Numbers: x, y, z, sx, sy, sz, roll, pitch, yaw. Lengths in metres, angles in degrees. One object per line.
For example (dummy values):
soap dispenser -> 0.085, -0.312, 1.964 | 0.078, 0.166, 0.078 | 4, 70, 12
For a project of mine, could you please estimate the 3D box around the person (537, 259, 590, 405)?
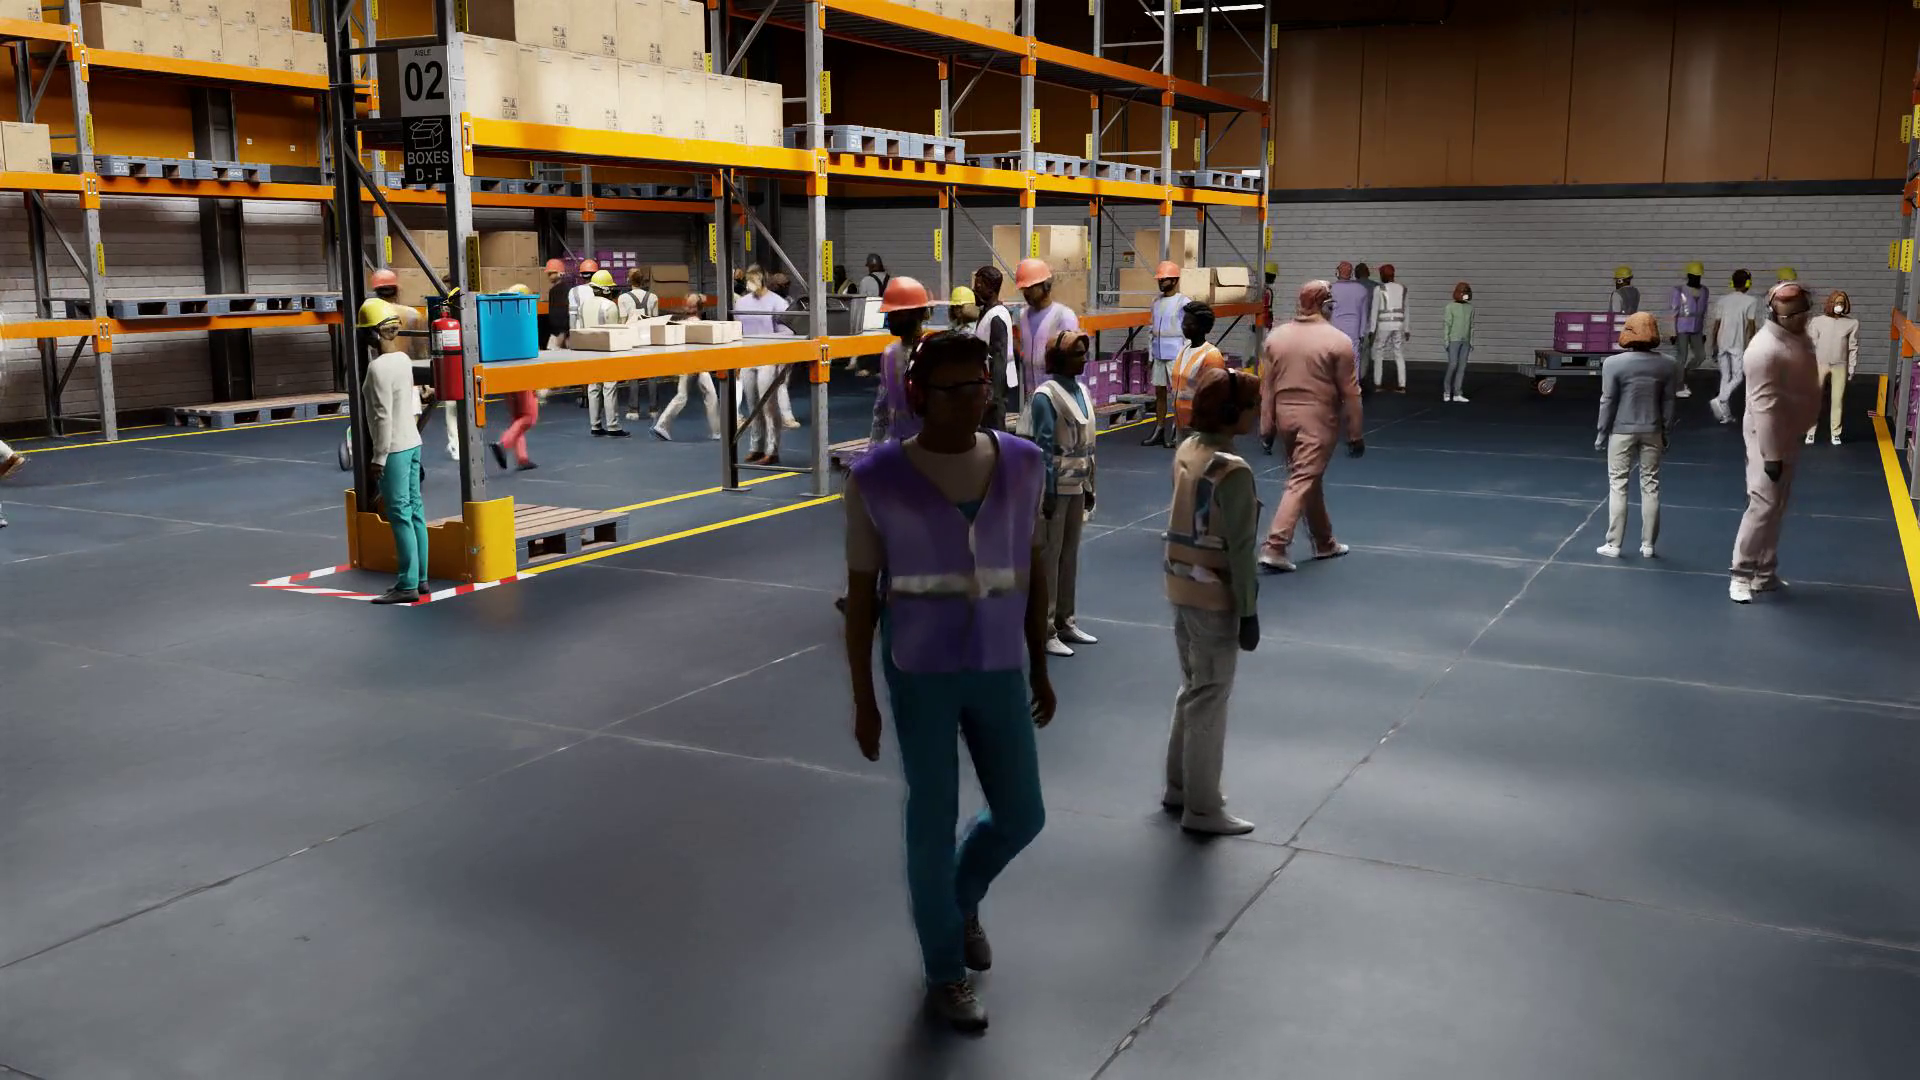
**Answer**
person -> -5.325, -2.774, 22.235 | 0.616, 1.946, 1.022 | 9, 13, 43

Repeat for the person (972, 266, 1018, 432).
person -> 0.255, -1.207, 13.217 | 0.392, 1.919, 0.592 | -2, 10, -9

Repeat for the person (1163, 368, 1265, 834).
person -> 0.872, 0.220, 5.782 | 0.324, 1.631, 0.533 | -2, 10, -13

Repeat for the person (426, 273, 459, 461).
person -> -4.983, -1.718, 16.428 | 0.524, 1.845, 0.726 | -5, 11, -25

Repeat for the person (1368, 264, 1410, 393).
person -> 6.219, -3.050, 24.054 | 0.651, 1.860, 0.462 | -3, 10, -18

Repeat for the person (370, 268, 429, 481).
person -> -4.924, -1.409, 14.492 | 0.565, 1.902, 0.846 | -3, 10, -19

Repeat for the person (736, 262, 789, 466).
person -> -1.913, -1.686, 15.953 | 0.637, 1.940, 0.366 | 7, 12, 33

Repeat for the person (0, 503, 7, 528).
person -> -7.285, -0.920, 12.088 | 0.577, 1.740, 0.340 | -4, 10, -20

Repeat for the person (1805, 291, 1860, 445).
person -> 9.205, -1.814, 17.582 | 0.497, 1.629, 0.277 | 3, 10, 19

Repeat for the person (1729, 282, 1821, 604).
person -> 4.797, -0.569, 9.709 | 0.396, 1.864, 0.751 | 8, 13, 40

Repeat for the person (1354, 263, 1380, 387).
person -> 6.090, -3.255, 25.216 | 0.639, 1.887, 1.013 | 2, 10, 13

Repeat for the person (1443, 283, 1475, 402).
person -> 6.786, -2.691, 22.667 | 0.507, 1.621, 0.397 | -4, 11, -24

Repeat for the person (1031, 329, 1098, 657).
person -> 0.525, -0.245, 8.453 | 0.309, 1.641, 0.511 | 5, 11, 28

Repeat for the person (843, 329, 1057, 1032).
person -> -0.015, 0.363, 4.374 | 0.606, 1.828, 0.429 | -4, 11, -24

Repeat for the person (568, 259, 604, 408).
person -> -4.814, -2.683, 21.711 | 0.551, 1.933, 0.369 | -2, 10, -11

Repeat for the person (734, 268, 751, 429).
person -> -2.572, -2.213, 19.259 | 0.429, 1.842, 0.634 | 0, 10, 0

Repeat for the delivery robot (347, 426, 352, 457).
delivery robot -> -5.588, -1.006, 15.727 | 0.477, 0.478, 0.707 | -2, 10, -14

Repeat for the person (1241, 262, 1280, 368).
person -> 5.005, -3.592, 27.172 | 0.987, 1.859, 0.696 | 2, 10, 13

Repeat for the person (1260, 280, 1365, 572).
person -> 2.260, -0.730, 10.676 | 1.024, 1.857, 0.653 | -8, 13, -40

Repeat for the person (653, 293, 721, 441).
person -> -2.909, -1.853, 17.895 | 0.853, 1.601, 0.516 | -5, 11, -25

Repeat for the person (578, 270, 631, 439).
person -> -3.881, -2.023, 18.182 | 0.588, 1.835, 0.403 | 7, 12, 37

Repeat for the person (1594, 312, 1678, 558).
person -> 4.485, -0.692, 11.056 | 0.508, 1.632, 0.272 | 0, 10, 1

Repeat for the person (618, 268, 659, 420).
person -> -3.902, -2.381, 20.228 | 0.511, 1.842, 0.327 | -5, 11, -29

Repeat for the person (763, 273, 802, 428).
person -> -2.157, -2.237, 19.531 | 0.904, 1.804, 0.638 | 9, 13, 41

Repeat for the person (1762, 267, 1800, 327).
person -> 11.480, -2.892, 23.240 | 0.626, 1.818, 0.450 | -7, 12, -34

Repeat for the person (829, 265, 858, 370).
person -> -2.082, -3.809, 28.611 | 0.641, 1.801, 0.869 | 8, 12, 37

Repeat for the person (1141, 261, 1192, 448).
person -> 2.158, -1.919, 17.283 | 0.375, 1.939, 0.546 | -8, 13, -40

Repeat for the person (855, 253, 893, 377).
person -> -1.399, -3.652, 27.015 | 0.687, 2.000, 0.743 | -6, 12, -32

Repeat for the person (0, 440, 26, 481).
person -> -8.371, -1.341, 14.138 | 0.448, 1.874, 0.580 | -5, 11, -26

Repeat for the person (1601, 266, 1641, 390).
person -> 9.719, -3.109, 24.471 | 0.589, 1.834, 0.404 | -8, 13, -38

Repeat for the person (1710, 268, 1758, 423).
person -> 9.070, -2.272, 19.608 | 0.691, 1.846, 0.539 | -8, 12, -37

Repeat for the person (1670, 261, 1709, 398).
person -> 10.205, -2.941, 23.271 | 0.603, 1.908, 0.413 | -3, 10, -15

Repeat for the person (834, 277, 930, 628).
person -> -0.325, -0.475, 9.061 | 0.970, 1.882, 0.579 | -7, 12, -36

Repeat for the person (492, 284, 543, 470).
person -> -4.107, -1.474, 15.278 | 0.524, 1.747, 0.621 | 6, 11, 30

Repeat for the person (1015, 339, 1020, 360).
person -> 0.963, -4.343, 31.324 | 0.634, 1.937, 0.359 | -2, 10, -12

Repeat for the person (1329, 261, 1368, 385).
person -> 5.119, -2.766, 22.272 | 0.639, 1.910, 0.407 | -1, 10, -8

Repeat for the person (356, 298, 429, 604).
person -> -3.297, -0.510, 9.630 | 0.329, 1.765, 0.526 | 0, 10, 0

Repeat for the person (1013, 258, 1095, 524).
person -> 0.609, -1.067, 12.223 | 1.067, 1.966, 0.715 | -8, 13, -40

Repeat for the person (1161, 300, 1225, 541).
person -> 1.624, -0.801, 11.503 | 0.318, 1.699, 0.532 | -4, 11, -22

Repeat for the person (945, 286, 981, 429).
person -> 0.036, -1.298, 14.279 | 0.485, 1.738, 0.317 | 8, 13, 39
